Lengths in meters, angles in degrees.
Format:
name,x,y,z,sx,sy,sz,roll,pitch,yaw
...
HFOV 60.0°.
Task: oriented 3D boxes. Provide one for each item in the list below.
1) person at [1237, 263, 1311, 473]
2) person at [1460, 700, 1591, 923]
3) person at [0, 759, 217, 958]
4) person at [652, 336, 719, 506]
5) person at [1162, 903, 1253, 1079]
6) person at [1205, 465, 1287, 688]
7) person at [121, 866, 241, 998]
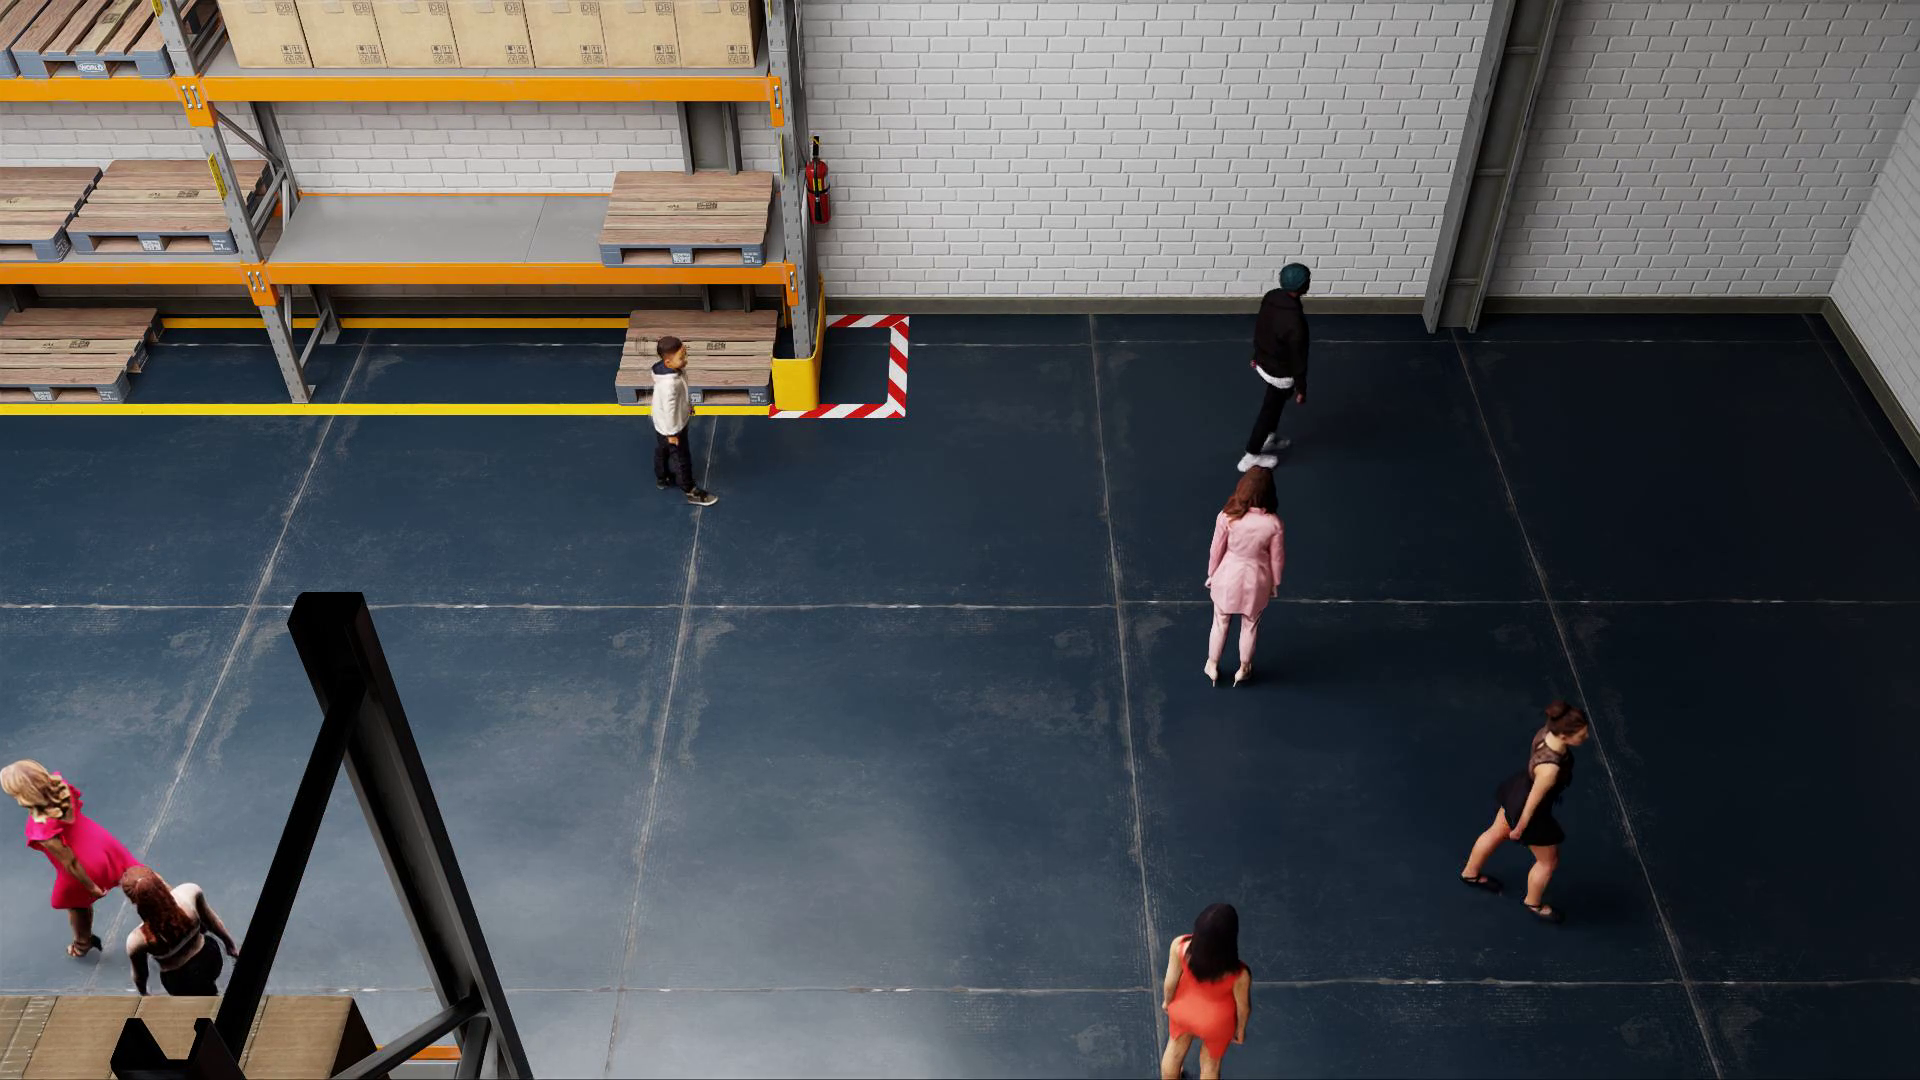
name,x,y,z,sx,sy,sz,roll,pitch,yaw
person,2.201,-1.216,11.968,0.832,1.804,0.798,-11,45,-12
person,3.094,1.455,9.271,0.879,1.655,0.687,9,44,9
person,-4.595,1.726,8.974,1.051,1.673,0.555,-1,44,-1
person,-2.096,-0.877,11.878,0.700,1.437,0.589,-5,44,-6
person,1.207,2.356,8.279,0.591,1.719,0.725,18,47,18
person,1.764,0.258,10.421,0.524,1.803,0.719,8,44,9
person,-3.778,2.251,8.396,1.182,1.709,0.964,22,48,21
